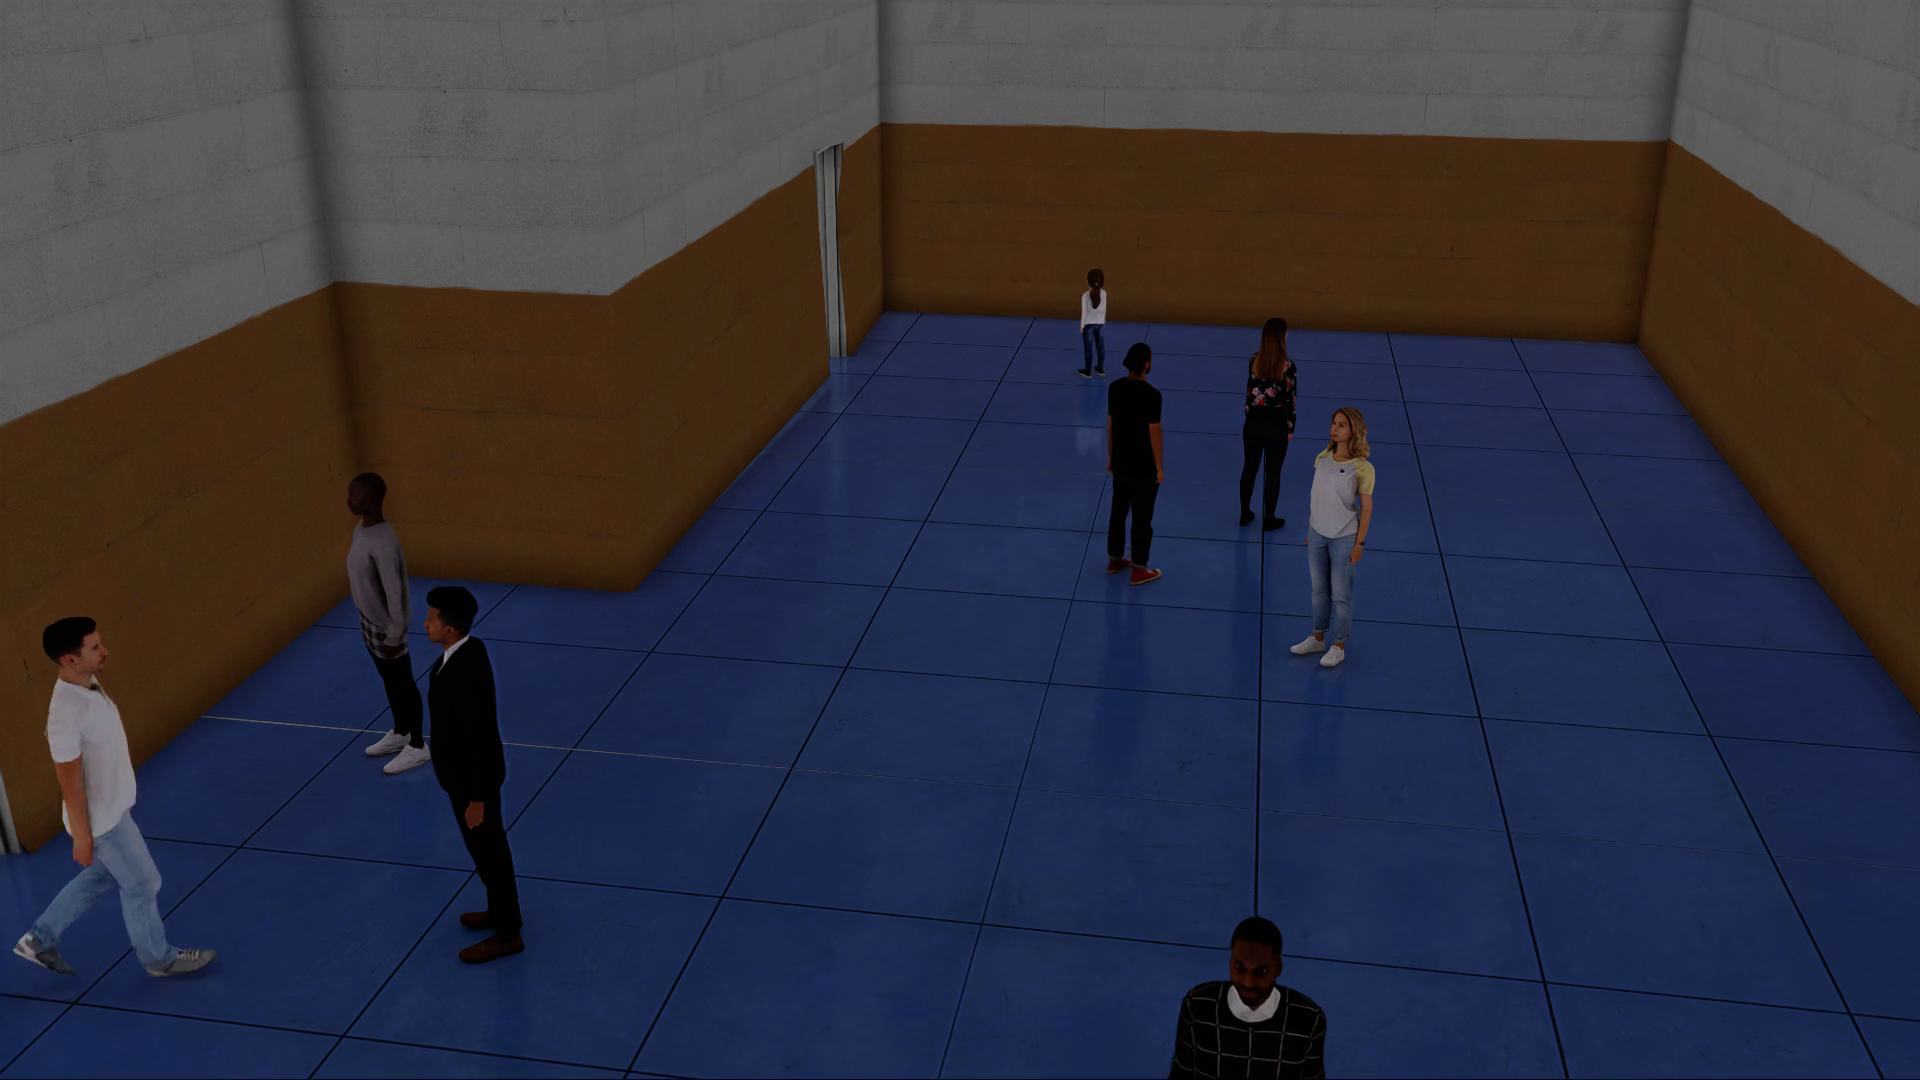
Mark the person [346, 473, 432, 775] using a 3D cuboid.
[{"bbox_3d":[-3.235,0.454,9.399,0.747,1.771,0.682,-15,26,-33],"label":"person"}]

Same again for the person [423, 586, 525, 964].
[{"bbox_3d":[-2.241,1.073,7.711,0.724,1.882,0.775,-6,23,-14],"label":"person"}]

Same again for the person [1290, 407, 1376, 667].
[{"bbox_3d":[2.410,-0.028,10.644,0.769,1.723,0.694,-17,27,-36],"label":"person"}]

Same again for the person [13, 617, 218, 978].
[{"bbox_3d":[-3.926,1.213,7.427,1.175,1.833,1.005,-7,23,-17],"label":"person"}]

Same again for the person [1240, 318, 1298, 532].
[{"bbox_3d":[2.378,-0.900,12.887,0.587,1.684,0.708,15,26,33],"label":"person"}]

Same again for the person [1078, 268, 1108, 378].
[{"bbox_3d":[1.364,-2.230,16.965,0.531,1.110,0.596,-12,25,-27],"label":"person"}]

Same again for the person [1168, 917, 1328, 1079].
[{"bbox_3d":[0.922,2.007,5.470,0.487,1.820,0.714,5,22,11],"label":"person"}]

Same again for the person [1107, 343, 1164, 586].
[{"bbox_3d":[1.245,-0.555,11.930,0.778,1.756,0.698,-18,28,-38],"label":"person"}]
